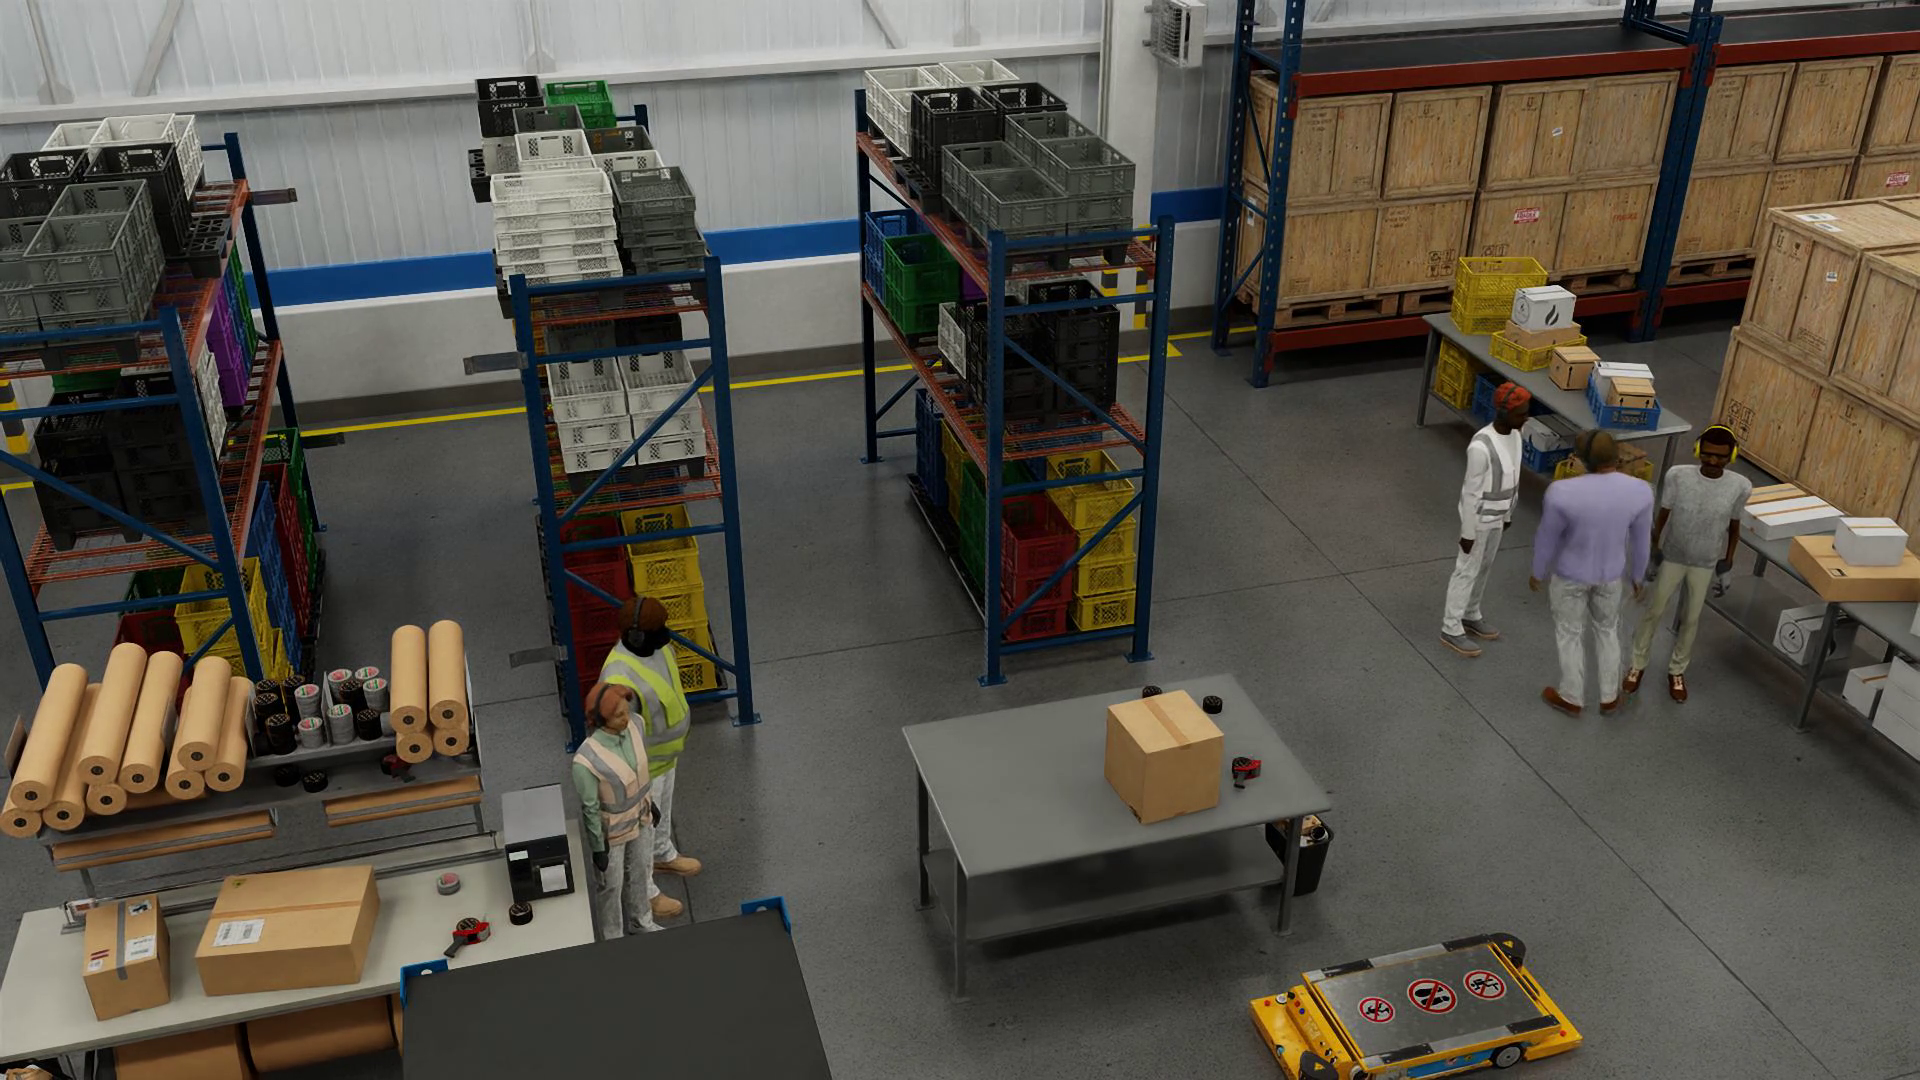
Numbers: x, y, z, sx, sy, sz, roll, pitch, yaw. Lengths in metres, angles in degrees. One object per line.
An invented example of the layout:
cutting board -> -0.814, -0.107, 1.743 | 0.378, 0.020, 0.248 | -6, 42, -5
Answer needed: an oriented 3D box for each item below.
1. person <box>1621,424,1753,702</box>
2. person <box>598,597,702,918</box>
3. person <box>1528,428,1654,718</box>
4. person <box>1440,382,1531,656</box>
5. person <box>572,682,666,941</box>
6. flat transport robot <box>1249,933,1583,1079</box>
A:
person -> 4.489, 0.141, 10.229 | 0.512, 1.872, 0.330 | 11, 31, 19
person -> -1.587, 1.093, 8.539 | 0.430, 1.837, 0.629 | 4, 29, 7
person -> 3.792, 0.212, 10.071 | 0.683, 1.908, 0.371 | 0, 29, 0
person -> 3.406, -0.147, 10.748 | 0.353, 1.879, 0.567 | 24, 37, 37
person -> -1.665, 1.403, 8.167 | 0.307, 1.642, 0.514 | 12, 31, 20
flat transport robot -> 2.184, 2.282, 7.980 | 1.431, 0.197, 0.652 | -8, 30, -14
